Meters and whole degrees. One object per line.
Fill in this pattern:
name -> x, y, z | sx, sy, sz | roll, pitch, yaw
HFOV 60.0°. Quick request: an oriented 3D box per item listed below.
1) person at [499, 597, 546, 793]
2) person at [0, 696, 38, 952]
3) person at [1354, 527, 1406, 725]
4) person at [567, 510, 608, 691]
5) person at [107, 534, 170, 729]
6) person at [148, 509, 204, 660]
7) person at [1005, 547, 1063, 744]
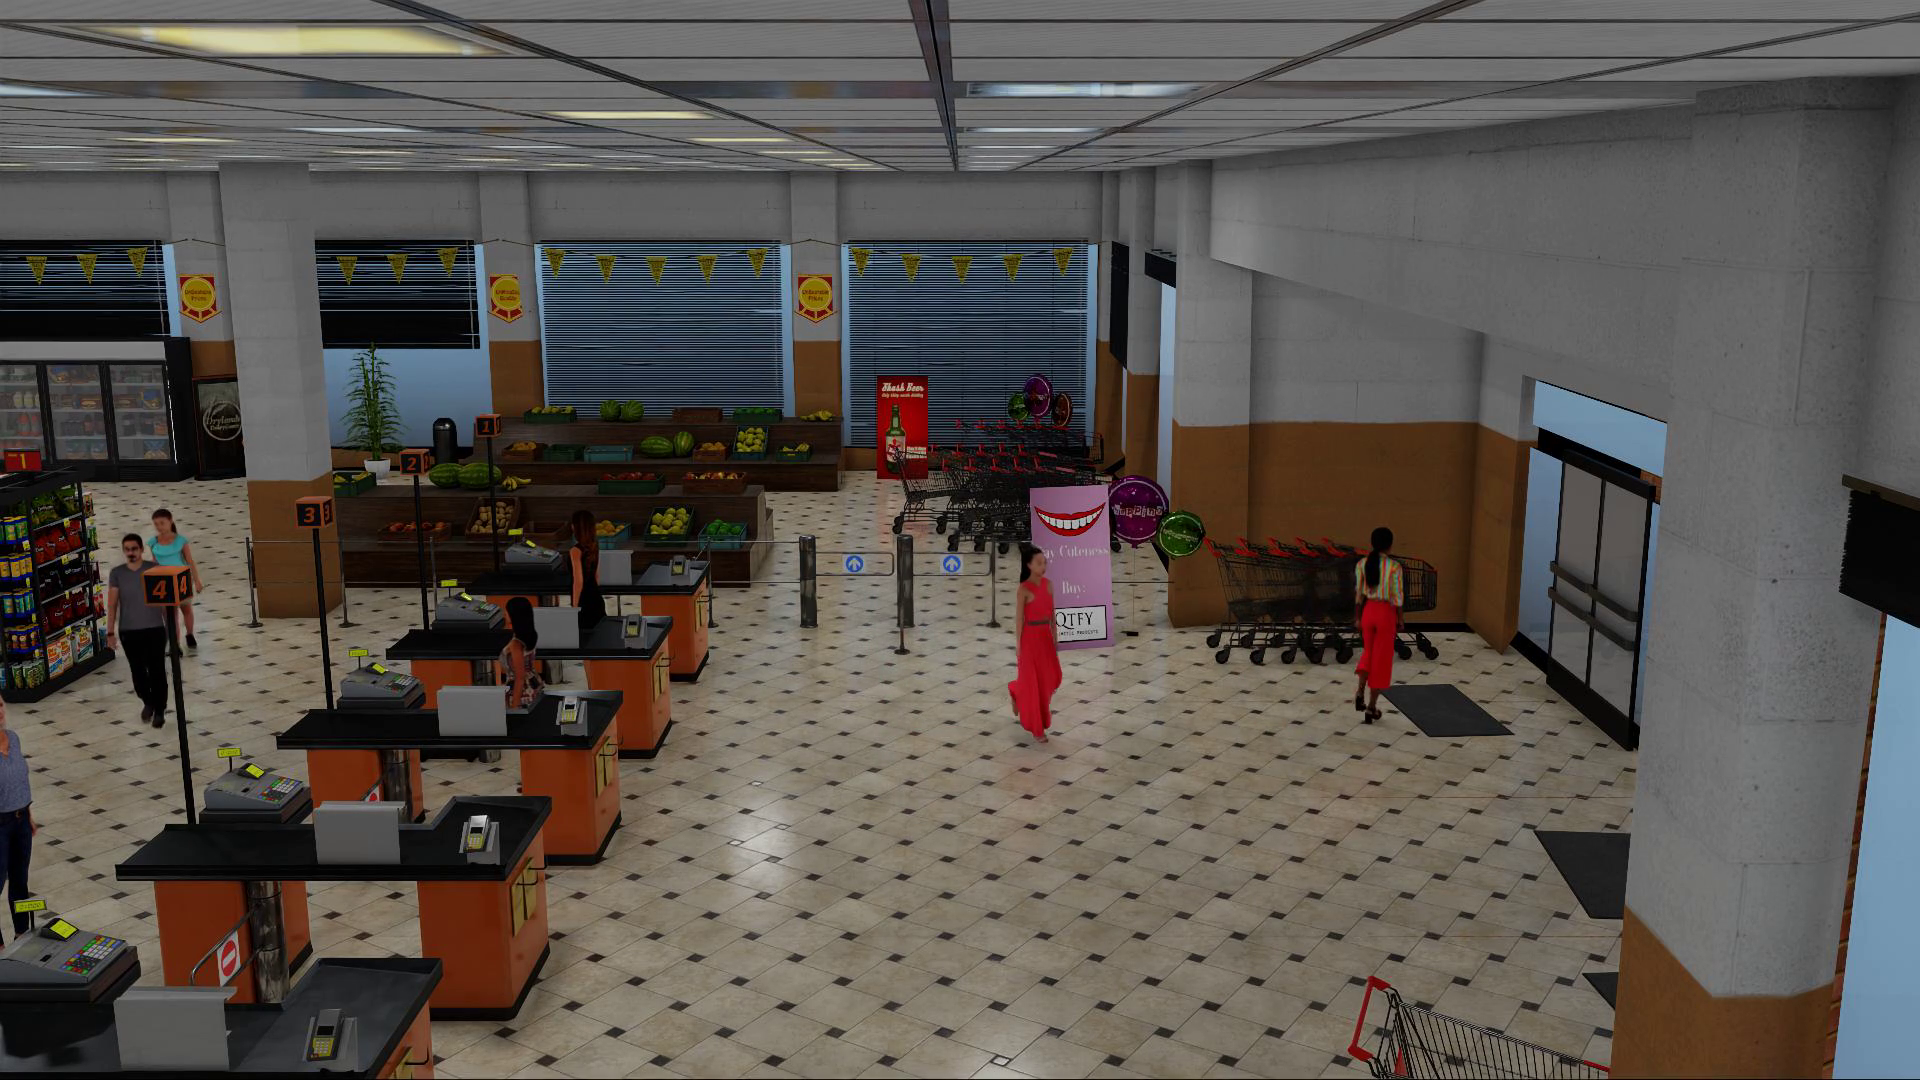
person -> -3.376, 1.234, 12.919 | 0.521, 1.645, 0.651 | 0, 12, 2
person -> -5.929, 1.752, 10.279 | 0.587, 1.721, 0.625 | 3, 12, 14
person -> 3.671, 0.778, 14.741 | 0.786, 1.786, 0.838 | 10, 15, 38
person -> -3.441, 0.629, 15.337 | 0.632, 1.834, 0.647 | 4, 13, 19
person -> -7.290, 0.794, 14.836 | 1.128, 1.716, 0.969 | -4, 13, -20
person -> -8.018, 0.438, 17.026 | 1.053, 1.510, 0.856 | -3, 12, -14
person -> 0.599, 0.898, 14.367 | 0.881, 1.707, 0.932 | -10, 16, -41
